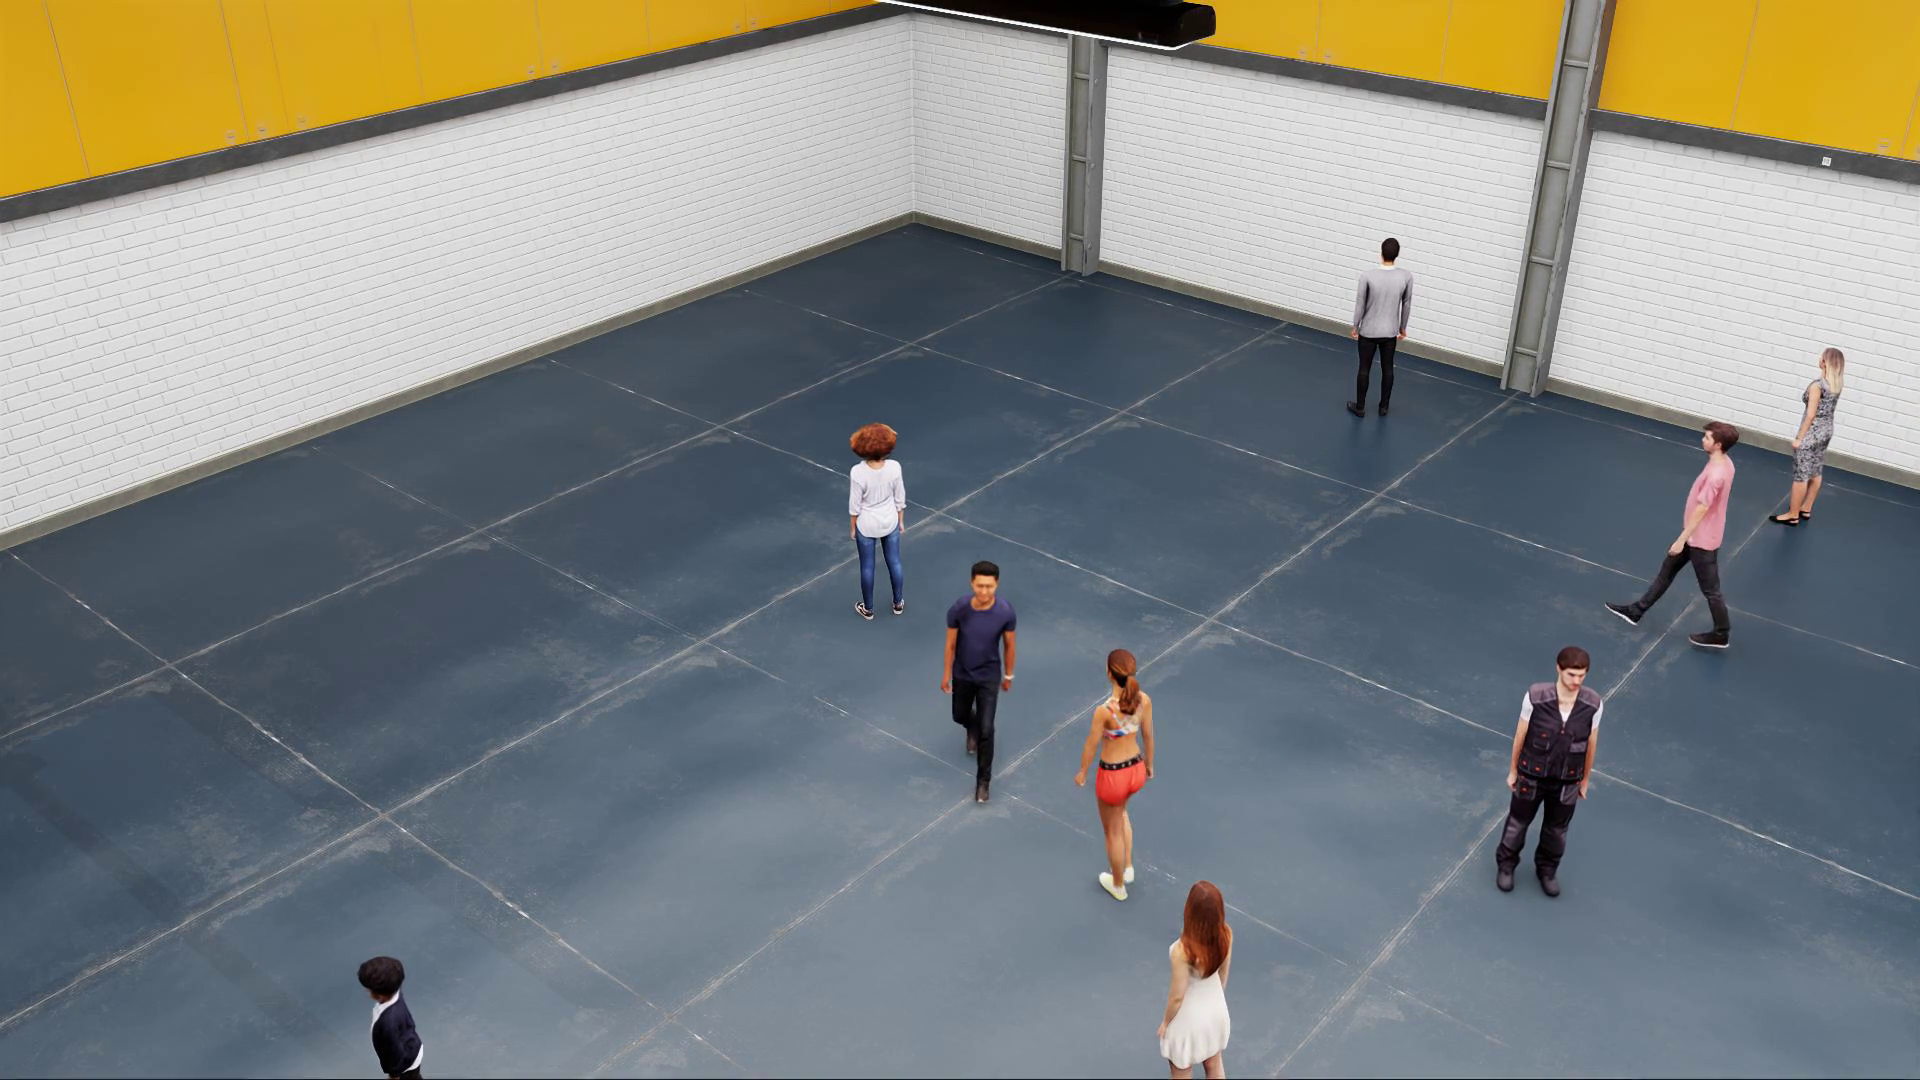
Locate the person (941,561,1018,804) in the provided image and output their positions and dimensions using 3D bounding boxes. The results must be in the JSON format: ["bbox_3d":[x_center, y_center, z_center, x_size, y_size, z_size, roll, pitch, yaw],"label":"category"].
[{"bbox_3d":[0.121,0.899,11.638,1.092,1.768,1.038,5,29,9],"label":"person"}]

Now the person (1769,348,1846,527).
[{"bbox_3d":[7.742,-0.932,15.062,0.628,1.704,0.608,-15,32,-26],"label":"person"}]

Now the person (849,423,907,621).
[{"bbox_3d":[-0.675,-0.153,13.629,0.740,1.709,0.769,-7,29,-13],"label":"person"}]

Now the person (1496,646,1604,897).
[{"bbox_3d":[3.730,1.459,10.534,0.700,1.843,0.809,5,29,9],"label":"person"}]

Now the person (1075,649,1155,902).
[{"bbox_3d":[1.052,1.542,10.455,0.687,1.773,0.675,-18,34,-30],"label":"person"}]

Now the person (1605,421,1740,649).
[{"bbox_3d":[5.948,0.019,13.110,1.276,1.904,0.887,12,31,21],"label":"person"}]

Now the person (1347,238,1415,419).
[{"bbox_3d":[4.327,-2.184,17.130,0.819,1.923,0.892,-1,29,-2],"label":"person"}]

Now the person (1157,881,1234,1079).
[{"bbox_3d":[1.251,2.492,8.778,0.626,1.711,0.632,-15,32,-26],"label":"person"}]

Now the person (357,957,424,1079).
[{"bbox_3d":[-2.994,2.708,8.889,0.641,1.226,0.563,-6,29,-12],"label":"person"}]
